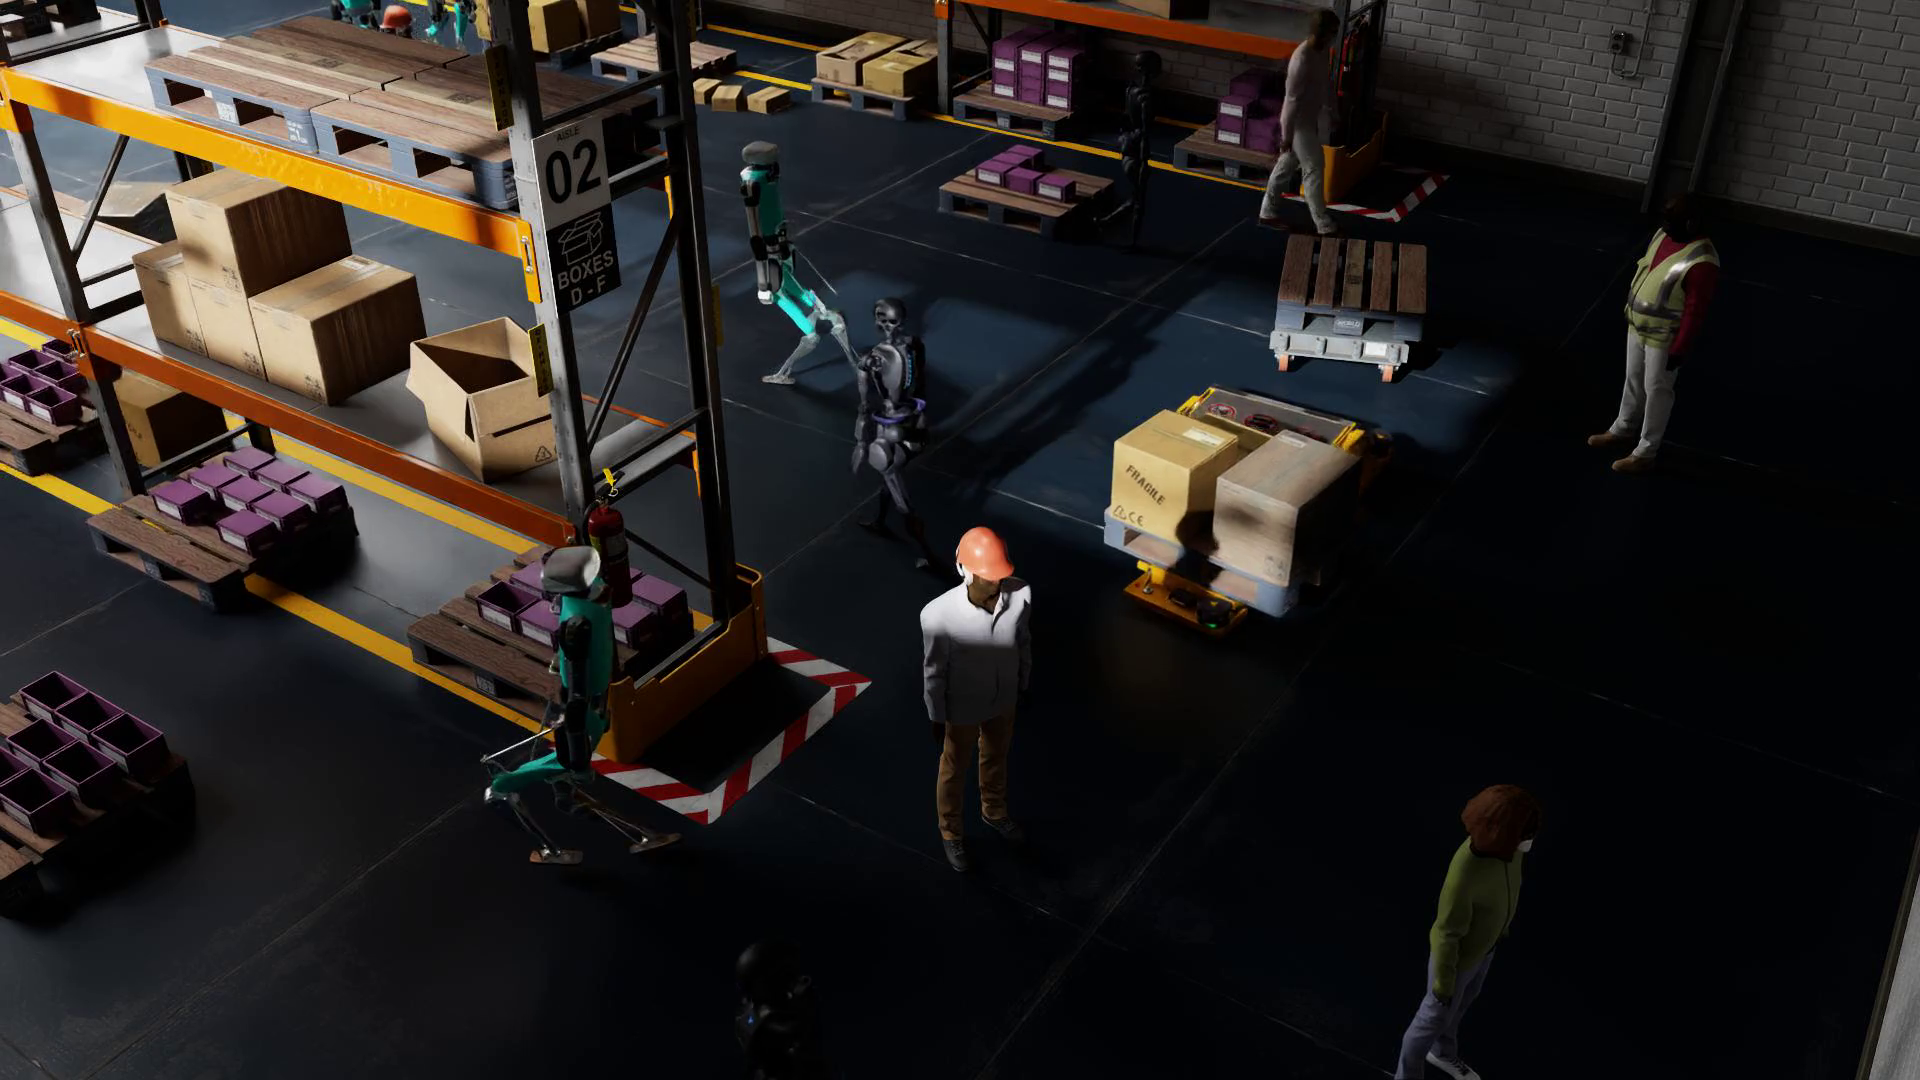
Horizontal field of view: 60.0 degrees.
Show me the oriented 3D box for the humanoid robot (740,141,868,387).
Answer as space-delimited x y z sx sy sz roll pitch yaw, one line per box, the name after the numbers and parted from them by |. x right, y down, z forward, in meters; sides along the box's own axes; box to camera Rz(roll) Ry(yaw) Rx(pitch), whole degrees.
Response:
-0.990 -1.807 11.328 0.933 1.783 0.556 6 34 10 | humanoid robot

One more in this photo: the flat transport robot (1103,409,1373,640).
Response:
1.634 0.084 9.744 0.659 0.231 1.431 25 40 33 | flat transport robot

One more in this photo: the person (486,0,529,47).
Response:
-4.057 -4.378 15.061 0.500 1.950 0.422 26 41 34 | person

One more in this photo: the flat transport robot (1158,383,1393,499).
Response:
2.037 -0.657 10.882 1.431 0.231 0.659 19 38 27 | flat transport robot

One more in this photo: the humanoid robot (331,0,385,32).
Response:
-6.018 -5.009 16.259 0.957 1.792 0.543 23 40 31 | humanoid robot

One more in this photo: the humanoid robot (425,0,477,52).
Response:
-5.309 -5.446 16.903 0.554 1.760 0.981 -27 42 -35 | humanoid robot

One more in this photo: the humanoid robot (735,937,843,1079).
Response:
-0.542 1.894 5.676 0.415 1.644 0.585 -19 38 -26 | humanoid robot

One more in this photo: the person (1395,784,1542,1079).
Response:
1.915 1.541 6.259 0.281 1.624 0.492 26 41 34 | person

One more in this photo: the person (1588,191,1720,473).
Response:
4.371 -1.306 10.439 0.429 1.841 0.632 -4 33 -7 | person

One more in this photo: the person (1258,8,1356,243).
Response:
2.929 -3.356 13.555 0.950 1.890 0.617 13 35 19 | person

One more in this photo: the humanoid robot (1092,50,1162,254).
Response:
1.351 -3.099 13.341 0.506 1.641 0.603 -1 33 -1 | humanoid robot

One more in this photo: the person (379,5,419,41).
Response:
-4.620 -3.737 14.295 0.891 1.707 0.567 -1 33 -2 | person

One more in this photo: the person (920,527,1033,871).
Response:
0.095 0.696 7.437 0.562 1.755 0.322 -20 38 -28 | person

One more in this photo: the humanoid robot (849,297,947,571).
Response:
-0.365 -0.615 9.582 0.790 1.630 0.589 24 40 32 | humanoid robot

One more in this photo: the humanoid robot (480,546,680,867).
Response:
-1.768 0.816 7.281 0.906 1.770 0.543 0 33 0 | humanoid robot
